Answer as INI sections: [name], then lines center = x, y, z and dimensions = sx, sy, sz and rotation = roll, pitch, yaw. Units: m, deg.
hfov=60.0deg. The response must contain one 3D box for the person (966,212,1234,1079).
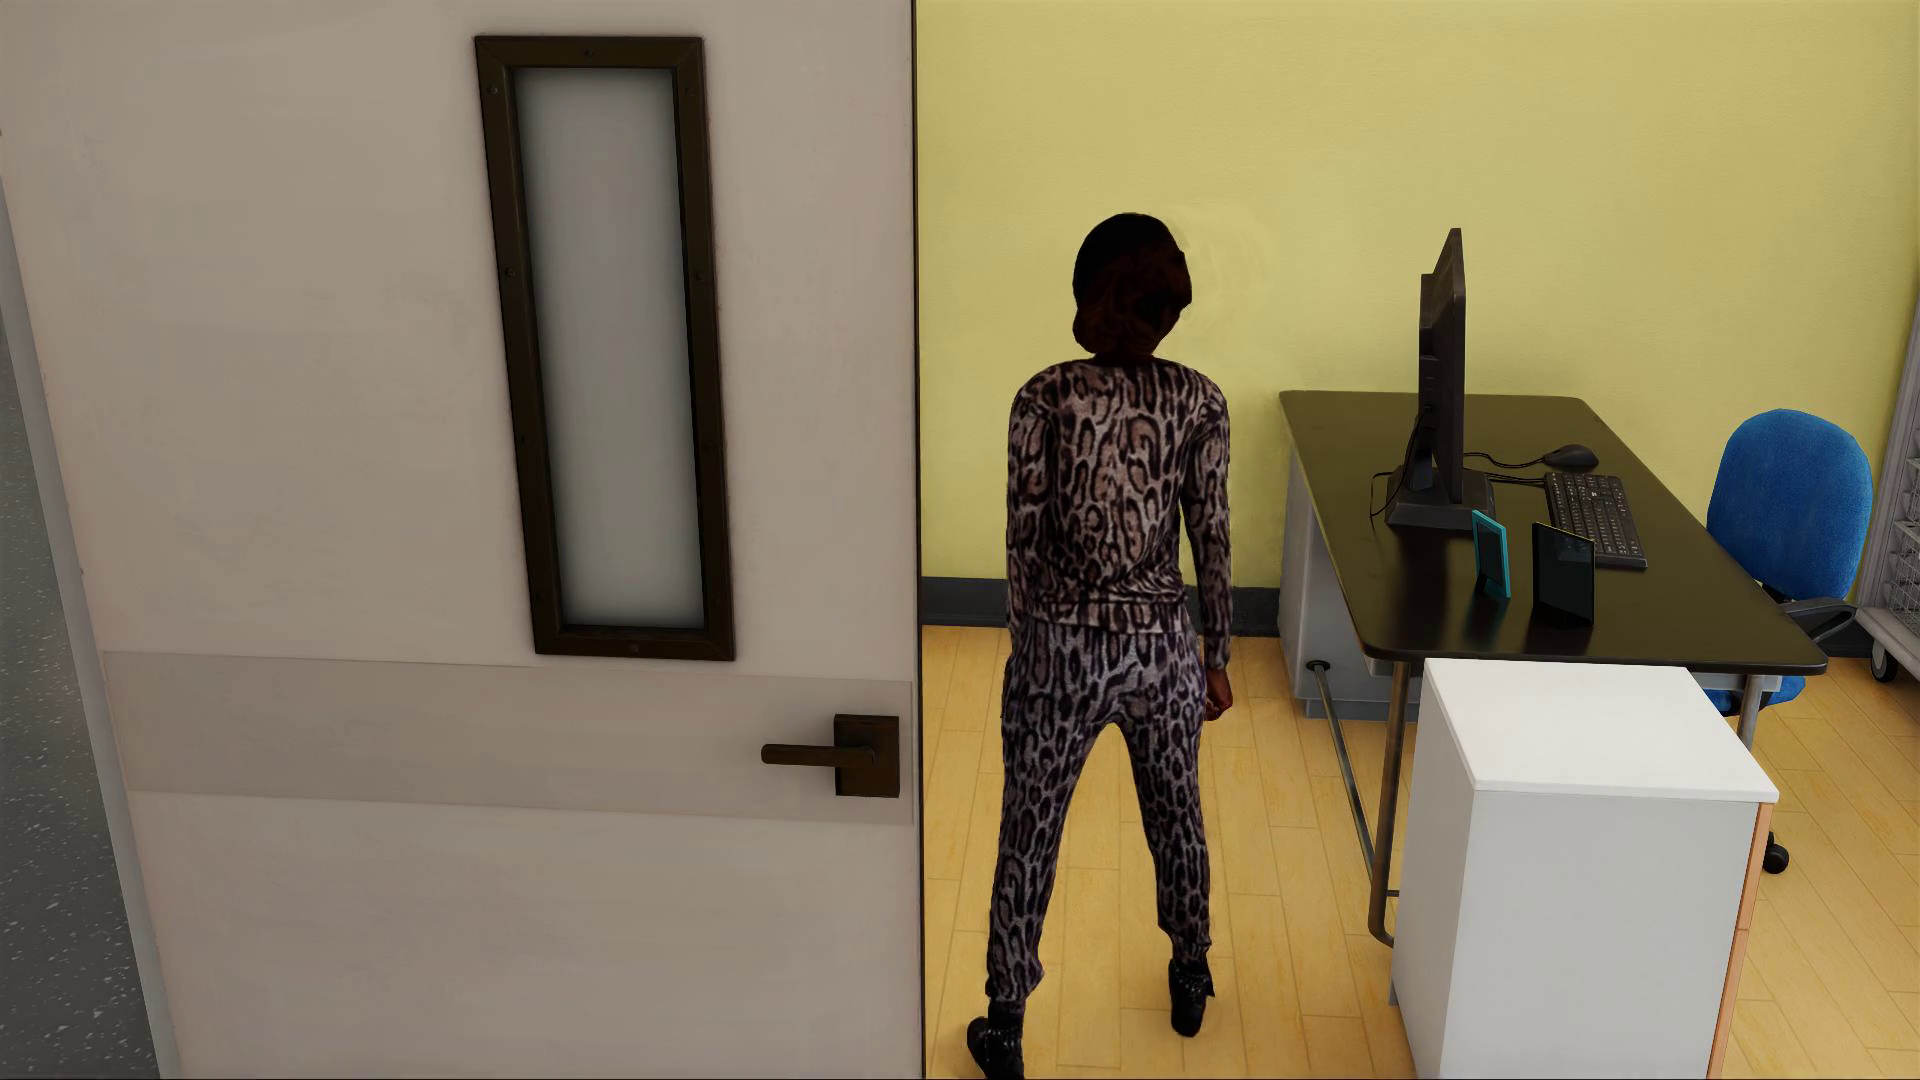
[person]
center = 0.313, 0.239, 3.188
dimensions = 0.774, 1.704, 0.731
rotation = -3, 21, -8
